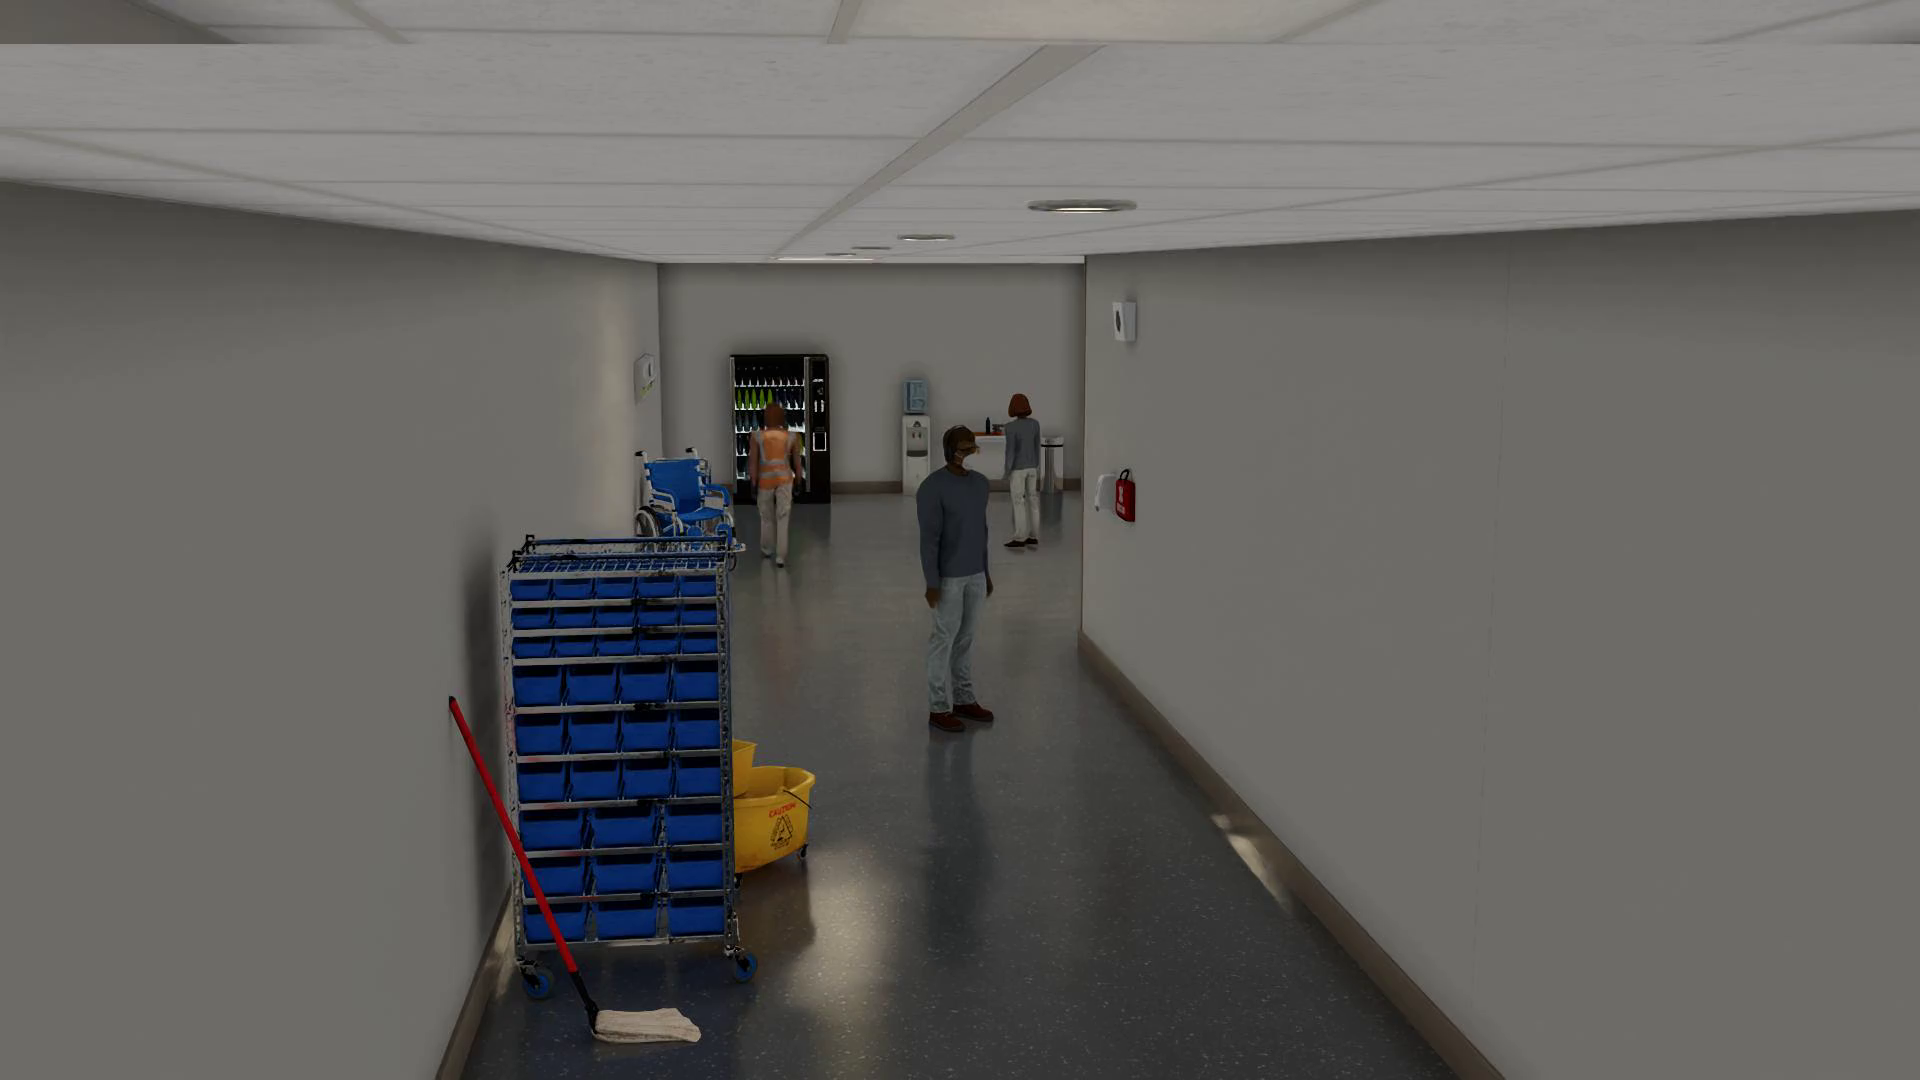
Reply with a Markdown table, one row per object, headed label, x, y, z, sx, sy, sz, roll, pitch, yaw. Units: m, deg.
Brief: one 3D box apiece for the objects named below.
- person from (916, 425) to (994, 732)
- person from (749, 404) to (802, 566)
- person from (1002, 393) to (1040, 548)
| label | x | y | z | sx | sy | sz | roll | pitch | yaw |
| --- | --- | --- | --- | --- | --- | --- | --- | --- | --- |
| person | -0.012 | 0.234 | 10.580 | 0.365 | 1.939 | 0.636 | 7 | 12 | 38 |
| person | -1.841 | -0.560 | 16.605 | 0.534 | 1.584 | 0.877 | -2 | 9 | -11 |
| person | 0.643 | -0.726 | 17.522 | 0.501 | 1.631 | 0.287 | -9 | 13 | -43 |
